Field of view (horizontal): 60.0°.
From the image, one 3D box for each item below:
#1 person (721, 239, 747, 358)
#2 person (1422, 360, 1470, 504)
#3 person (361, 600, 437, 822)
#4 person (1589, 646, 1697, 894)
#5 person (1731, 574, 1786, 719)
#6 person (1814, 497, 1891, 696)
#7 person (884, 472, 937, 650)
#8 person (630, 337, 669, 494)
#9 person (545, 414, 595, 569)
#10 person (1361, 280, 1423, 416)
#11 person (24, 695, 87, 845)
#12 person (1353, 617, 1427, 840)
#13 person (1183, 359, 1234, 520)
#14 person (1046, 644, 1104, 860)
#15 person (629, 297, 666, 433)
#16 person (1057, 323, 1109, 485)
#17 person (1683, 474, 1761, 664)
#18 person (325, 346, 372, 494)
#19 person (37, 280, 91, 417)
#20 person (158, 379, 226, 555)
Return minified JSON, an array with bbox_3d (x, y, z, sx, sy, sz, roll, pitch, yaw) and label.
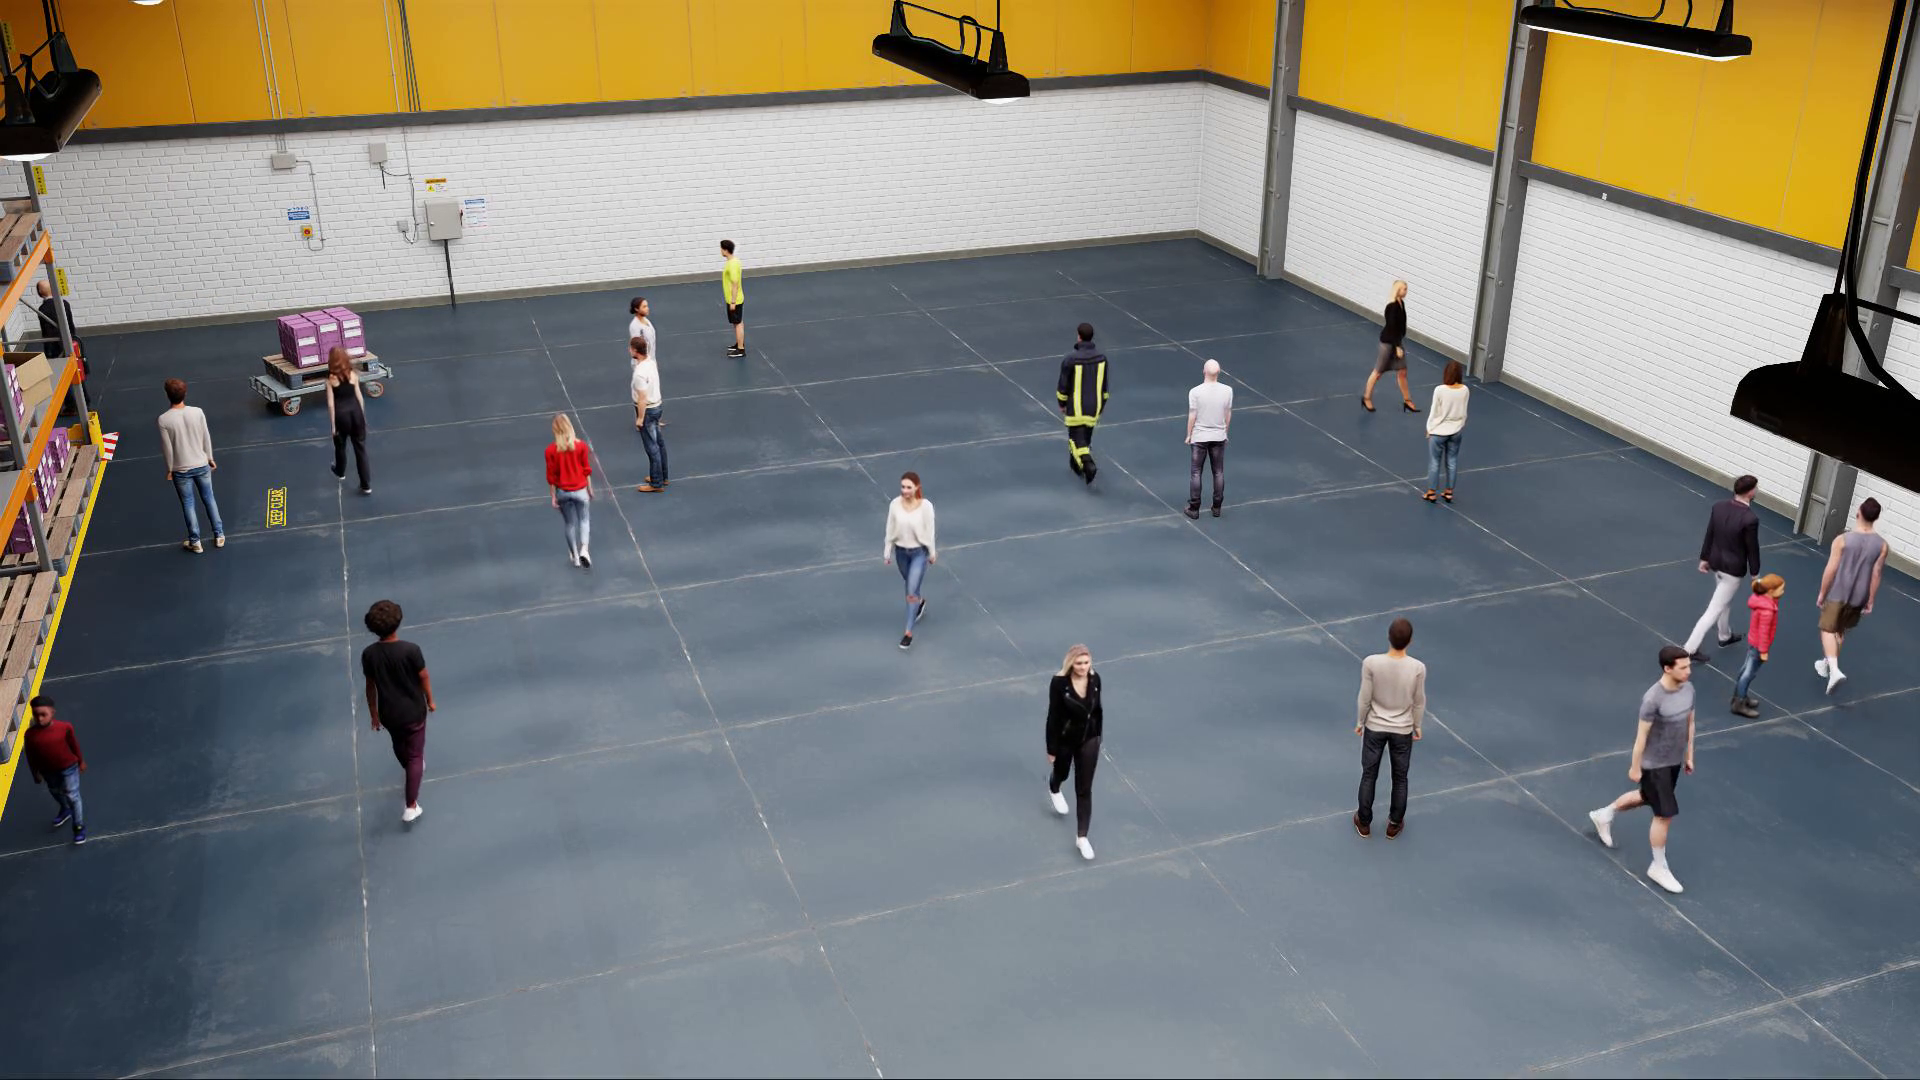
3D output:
[{"bbox_3d":[-3.281,-3.500,24.206,0.738,1.628,0.543,-2,24,-5],"label":"person"},{"bbox_3d":[5.540,-1.232,18.957,0.641,1.678,0.586,-5,24,-11],"label":"person"},{"bbox_3d":[-4.368,1.349,12.961,0.858,1.750,1.197,-1,24,-2],"label":"person"},{"bbox_3d":[5.095,1.585,12.297,0.805,1.850,1.197,-14,27,-29],"label":"person"},{"bbox_3d":[6.954,0.900,14.532,0.646,1.315,0.583,10,26,22],"label":"person"},{"bbox_3d":[7.966,0.528,14.893,1.005,1.822,1.182,4,24,10],"label":"person"},{"bbox_3d":[-0.445,0.127,15.883,1.068,1.651,1.208,7,25,16],"label":"person"},{"bbox_3d":[-3.588,-1.466,19.280,0.812,1.848,0.698,5,24,10],"label":"person"},{"bbox_3d":[-3.992,-0.455,17.163,0.648,1.691,0.872,-7,25,-15],"label":"person"},{"bbox_3d":[5.514,-2.494,21.685,1.106,1.805,0.992,14,27,30],"label":"person"},{"bbox_3d":[-6.933,1.707,12.796,0.536,1.228,0.769,-6,24,-13],"label":"person"},{"bbox_3d":[3.257,1.428,12.630,0.743,1.870,0.756,5,24,11],"label":"person"},{"bbox_3d":[2.764,-1.132,18.534,0.687,1.833,0.629,-5,24,-10],"label":"person"},{"bbox_3d":[0.833,1.514,12.707,0.718,1.651,1.146,-7,24,-15],"label":"person"},{"bbox_3d":[-4.043,-2.254,21.221,0.770,1.737,0.654,4,24,9],"label":"person"},{"bbox_3d":[1.468,-1.571,19.450,0.771,1.904,1.083,-8,25,-18],"label":"person"},{"bbox_3d":[7.011,0.299,15.292,0.717,1.807,0.990,-7,25,-17],"label":"person"},{"bbox_3d":[-7.031,-1.360,19.207,0.794,1.712,1.101,-17,29,-34],"label":"person"},{"bbox_3d":[-11.758,-2.518,21.750,0.828,1.797,0.732,7,25,16],"label":"person"},{"bbox_3d":[-8.177,-0.793,17.669,0.742,1.905,0.710,-19,30,-37],"label":"person"}]
